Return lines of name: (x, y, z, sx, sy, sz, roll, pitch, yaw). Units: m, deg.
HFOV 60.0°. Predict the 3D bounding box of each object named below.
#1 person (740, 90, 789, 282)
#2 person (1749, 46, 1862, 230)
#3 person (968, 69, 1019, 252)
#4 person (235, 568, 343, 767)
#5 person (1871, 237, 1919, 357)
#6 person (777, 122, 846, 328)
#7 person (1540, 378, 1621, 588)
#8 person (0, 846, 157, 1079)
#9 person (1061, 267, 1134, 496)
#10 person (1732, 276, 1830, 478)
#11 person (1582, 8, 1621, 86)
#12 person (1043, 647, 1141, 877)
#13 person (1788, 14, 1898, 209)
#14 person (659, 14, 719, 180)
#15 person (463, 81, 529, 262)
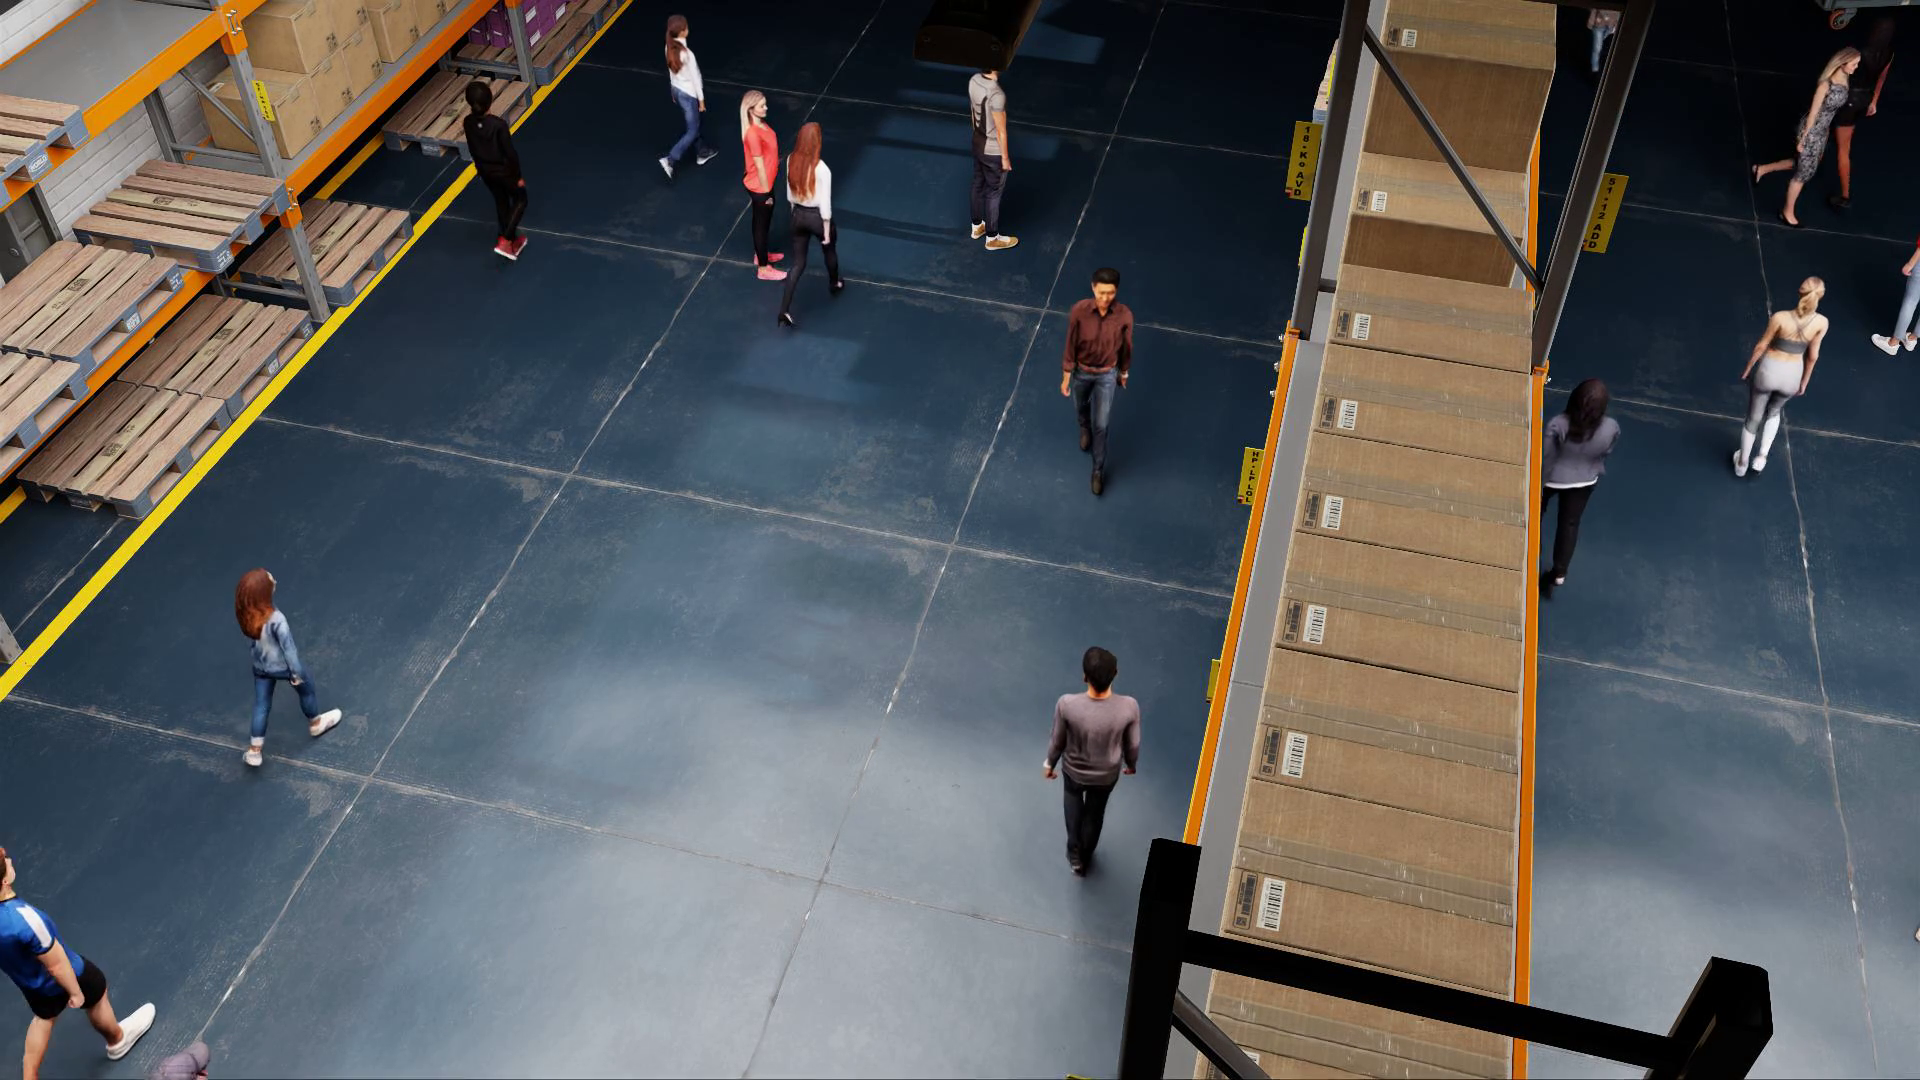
person: (-1.691, -3.000, 14.003, 0.723, 1.695, 0.594, -5, 44, -5)
person: (7.410, -3.593, 14.636, 0.947, 1.681, 0.954, -28, 50, -26)
person: (0.255, -3.377, 14.251, 0.781, 1.900, 0.724, -22, 48, -22)
person: (-4.245, 0.784, 10.203, 0.673, 1.460, 0.882, 12, 45, 12)
person: (7.727, -2.215, 13.173, 0.688, 1.705, 0.676, -10, 44, -10)
person: (-1.259, -2.495, 13.460, 0.804, 1.714, 1.218, 22, 48, 21)
person: (4.154, -0.384, 11.348, 0.748, 1.571, 1.109, 4, 44, 4)
person: (-4.696, 2.232, 8.400, 0.711, 1.848, 1.093, 14, 45, 15)
person: (0.970, -1.267, 12.144, 0.707, 1.750, 1.029, 6, 44, 7)
person: (5.905, -1.113, 12.025, 0.574, 1.692, 0.601, 9, 44, 9)
person: (6.464, -5.217, 16.716, 0.677, 1.162, 0.873, -6, 44, -6)
person: (0.733, 1.349, 9.395, 0.742, 1.755, 0.684, 5, 44, 5)
person: (7.989, -3.789, 14.839, 1.048, 1.685, 1.292, -11, 45, -12)
person: (-2.551, -4.027, 15.195, 0.793, 1.538, 1.054, 29, 51, 27)
person: (-3.939, -3.076, 14.108, 0.617, 1.662, 0.769, 13, 45, 13)
